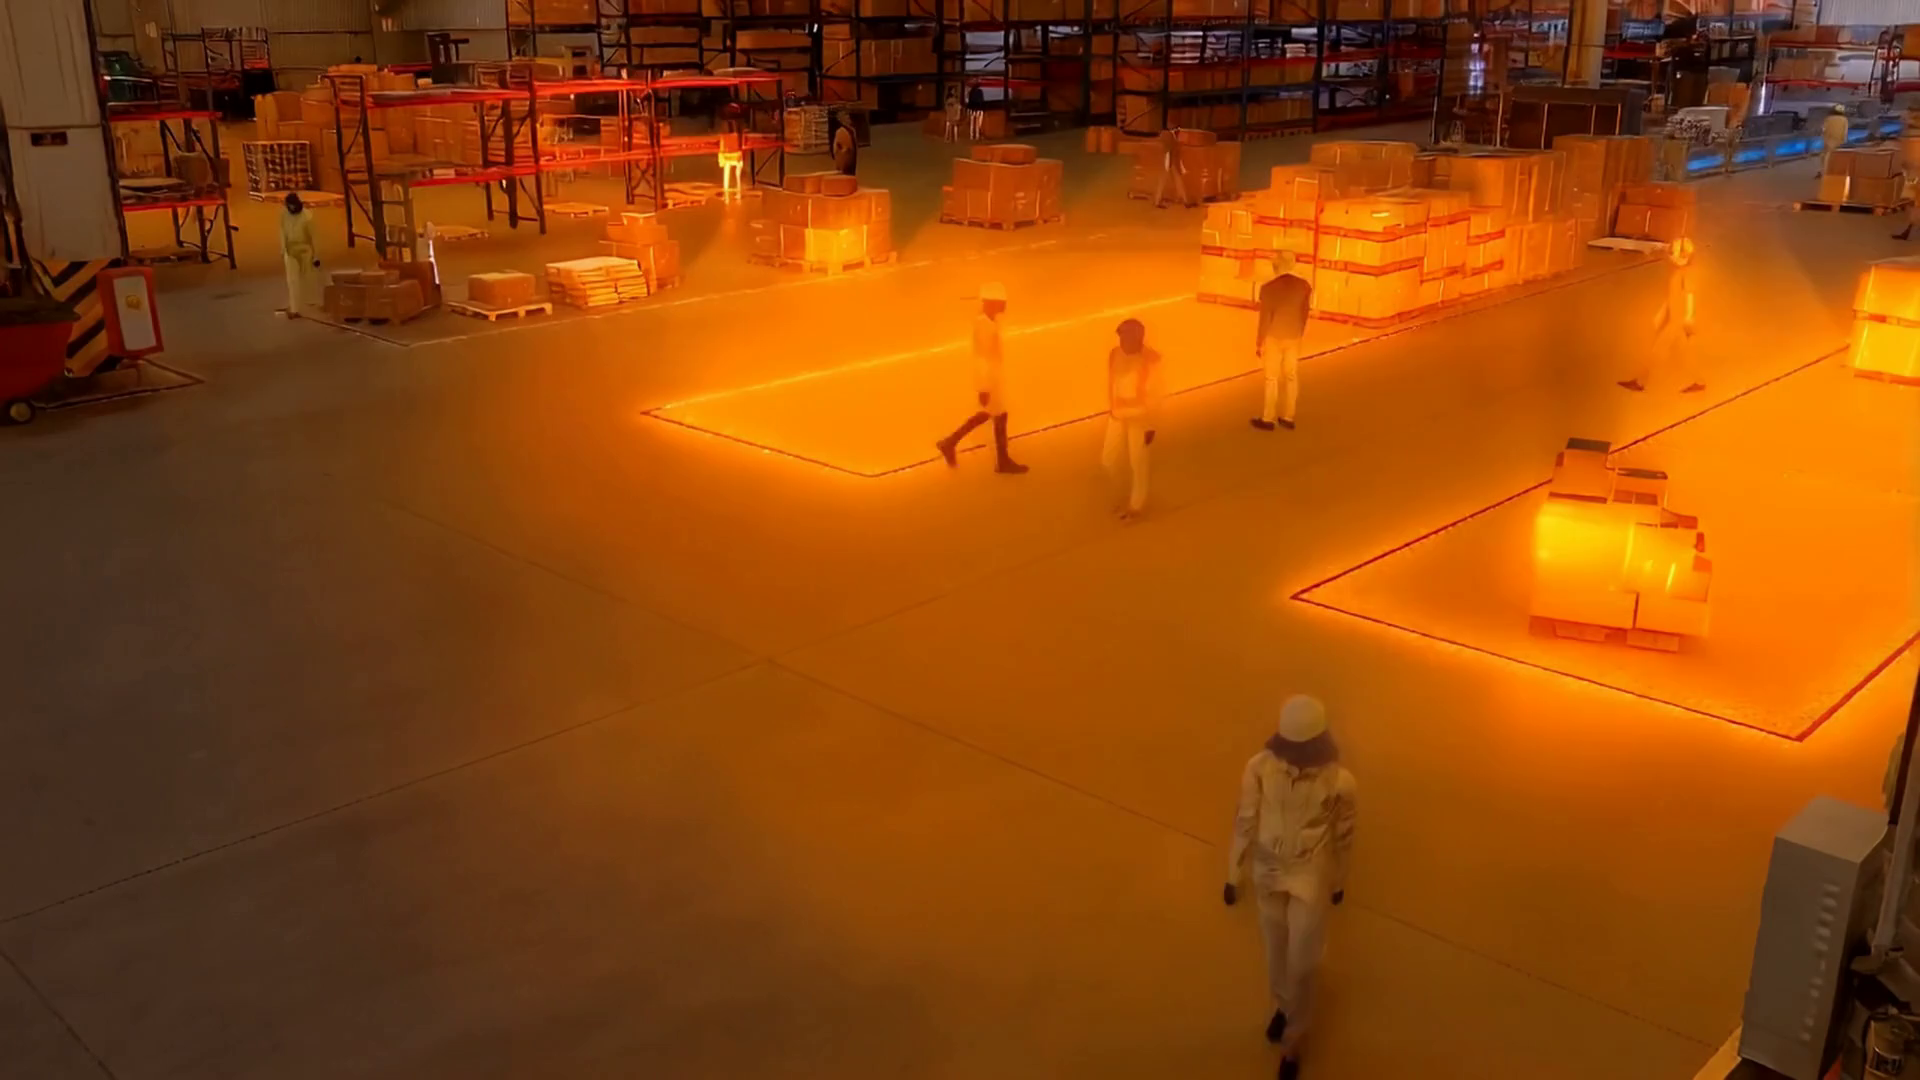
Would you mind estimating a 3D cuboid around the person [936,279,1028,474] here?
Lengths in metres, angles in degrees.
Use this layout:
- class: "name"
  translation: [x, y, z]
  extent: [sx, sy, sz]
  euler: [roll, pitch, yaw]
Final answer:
- class: "person"
  translation: [0.210, -1.566, 16.021]
  extent: [0.832, 1.912, 0.555]
  euler: [1, 18, 2]

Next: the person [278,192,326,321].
- class: "person"
  translation: [-9.386, -4.077, 23.751]
  extent: [0.632, 1.809, 0.905]
  euler: [1, 18, 4]

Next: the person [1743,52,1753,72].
- class: "person"
  translation: [36.338, -21.639, 76.826]
  extent: [0.534, 1.756, 0.791]
  euler: [16, 24, 40]

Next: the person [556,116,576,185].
- class: "person"
  translation: [-9.435, -9.311, 39.776]
  extent: [0.523, 1.638, 0.310]
  euler: [0, 18, -1]

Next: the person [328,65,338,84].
- class: "person"
  translation: [-22.711, -16.215, 60.178]
  extent: [0.589, 1.892, 0.608]
  euler: [-5, 19, -15]

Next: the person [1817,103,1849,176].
- class: "person"
  translation: [21.629, -9.878, 41.200]
  extent: [0.511, 1.822, 0.597]
  euler: [-16, 24, -39]

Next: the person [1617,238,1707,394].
- class: "person"
  translation: [8.250, -2.573, 19.204]
  extent: [0.998, 1.821, 0.504]
  euler: [5, 19, 16]

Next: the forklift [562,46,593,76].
- class: "forklift"
  translation: [-11.780, -13.891, 51.633]
  extent: [1.873, 2.768, 1.129]
  euler: [17, 25, 41]

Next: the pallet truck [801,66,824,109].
- class: "pallet truck"
  translation: [-4.812, -15.182, 56.903]
  extent: [0.823, 1.965, 1.885]
  euler: [-9, 21, -26]

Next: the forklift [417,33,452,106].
- class: "forklift"
  translation: [-20.513, -18.593, 65.801]
  extent: [1.873, 2.768, 1.129]
  euler: [10, 21, 27]

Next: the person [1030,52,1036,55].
- class: "person"
  translation: [3.563, -23.043, 80.728]
  extent: [0.399, 1.909, 0.642]
  euler: [11, 21, 31]

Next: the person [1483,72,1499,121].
- class: "person"
  translation: [18.822, -15.709, 58.958]
  extent: [0.530, 1.697, 0.322]
  euler: [-1, 18, -2]

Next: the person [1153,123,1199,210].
- class: "person"
  translation: [4.589, -7.916, 35.316]
  extent: [1.011, 1.807, 0.503]
  euler: [4, 19, 11]

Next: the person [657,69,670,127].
- class: "person"
  translation: [-10.093, -15.032, 56.592]
  extent: [0.589, 1.912, 0.390]
  euler: [14, 23, 35]

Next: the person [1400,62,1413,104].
- class: "person"
  translation: [16.732, -16.945, 62.352]
  extent: [0.473, 1.910, 0.611]
  euler: [15, 24, 39]

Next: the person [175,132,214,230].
- class: "person"
  translation: [-14.986, -7.050, 32.550]
  extent: [0.855, 1.902, 0.586]
  euler: [17, 25, 41]

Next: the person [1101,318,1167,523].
- class: "person"
  translation: [1.514, -1.045, 14.582]
  extent: [0.619, 1.822, 0.439]
  euler: [16, 24, 40]

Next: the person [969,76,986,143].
- class: "person"
  translation: [0.531, -13.135, 50.739]
  extent: [0.387, 1.996, 0.611]
  euler: [-14, 23, -37]

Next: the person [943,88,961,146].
- class: "person"
  translation: [-0.243, -12.671, 49.813]
  extent: [0.532, 1.693, 0.319]
  euler: [2, 18, 6]

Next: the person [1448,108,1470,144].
- class: "person"
  translation: [11.520, -9.101, 38.760]
  extent: [0.587, 1.901, 0.606]
  euler: [2, 18, 6]

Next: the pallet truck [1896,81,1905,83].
- class: "pallet truck"
  translation: [34.802, -16.331, 61.455]
  extent: [0.653, 1.274, 1.630]
  euler: [17, 25, 41]

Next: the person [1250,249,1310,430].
- class: "person"
  translation: [3.371, -2.120, 17.685]
  extent: [0.653, 1.926, 0.507]
  euler: [-10, 21, -29]

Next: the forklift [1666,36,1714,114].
- class: "forklift"
  translation: [27.341, -17.291, 61.877]
  extent: [1.129, 2.768, 1.873]
  euler: [17, 25, 41]

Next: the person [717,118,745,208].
- class: "person"
  translation: [-4.900, -8.069, 35.651]
  extent: [0.574, 1.883, 0.356]
  euler: [-5, 19, -16]

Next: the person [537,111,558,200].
- class: "person"
  translation: [-9.217, -8.551, 37.016]
  extent: [0.630, 1.940, 0.373]
  euler: [8, 20, 23]

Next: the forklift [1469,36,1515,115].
- class: "forklift"
  translation: [19.973, -17.201, 61.605]
  extent: [1.873, 2.768, 1.129]
  euler: [16, 24, 40]

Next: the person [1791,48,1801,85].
- class: "person"
  translation: [41.089, -23.373, 81.651]
  extent: [0.637, 1.965, 0.971]
  euler: [16, 24, 40]

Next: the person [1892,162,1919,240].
- class: "person"
  translation: [17.838, -6.429, 30.702]
  extent: [0.557, 1.898, 0.971]
  euler: [-9, 21, -26]

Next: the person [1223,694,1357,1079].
- class: "person"
  translation: [1.391, 1.482, 7.137]
  extent: [0.493, 1.718, 0.736]
  euler: [10, 21, 28]

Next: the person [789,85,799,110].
- class: "person"
  translation: [-5.180, -13.621, 52.798]
  extent: [0.698, 1.612, 0.551]
  euler: [0, 18, 1]

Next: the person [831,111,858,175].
- class: "person"
  translation: [-2.519, -8.200, 35.799]
  extent: [0.535, 2.000, 0.687]
  euler: [9, 21, 26]

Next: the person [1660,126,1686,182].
- class: "person"
  translation: [15.763, -8.325, 36.830]
  extent: [0.398, 1.616, 0.528]
  euler: [-17, 25, -41]

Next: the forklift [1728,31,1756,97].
- class: "forklift"
  translation: [32.916, -20.078, 70.274]
  extent: [1.129, 2.768, 1.873]
  euler: [12, 22, 33]

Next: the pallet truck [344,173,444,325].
- class: "pallet truck"
  translation: [-8.209, -4.181, 23.757]
  extent: [0.823, 1.965, 1.885]
  euler: [3, 19, 9]
